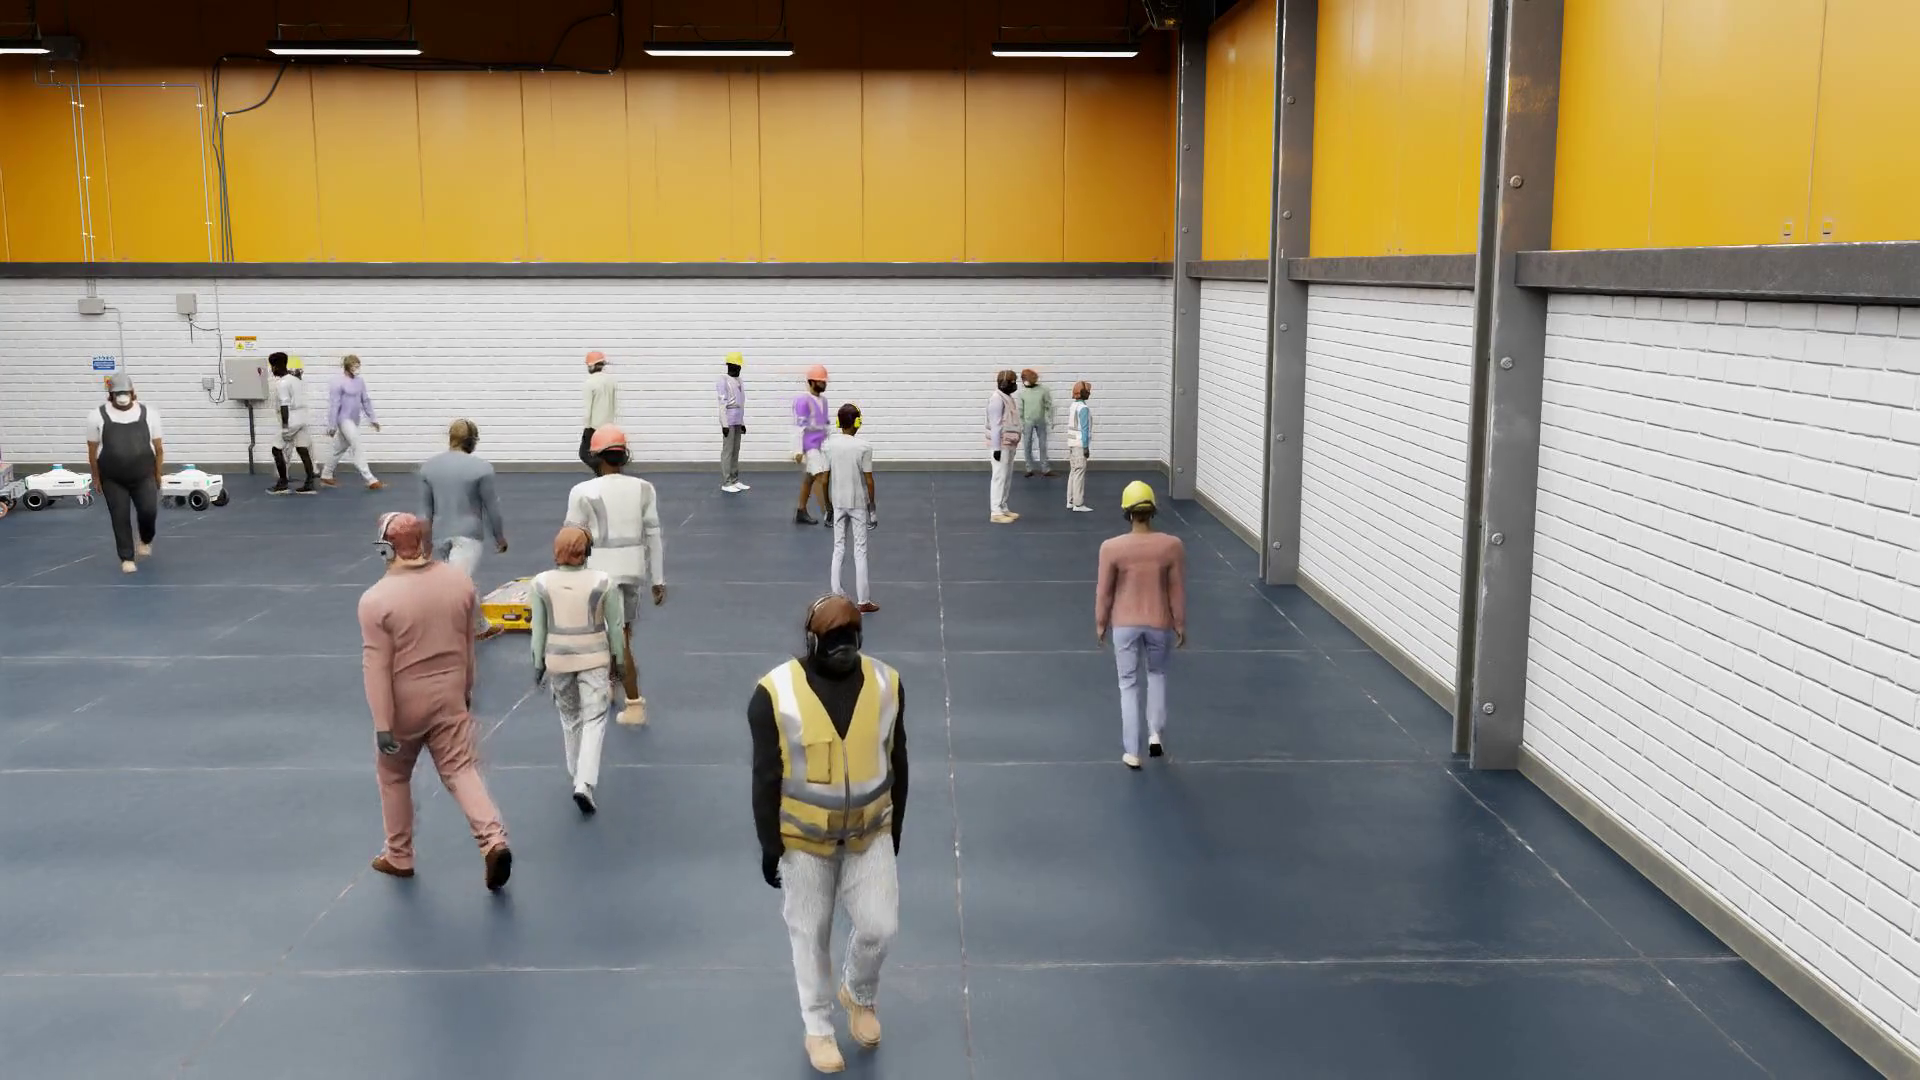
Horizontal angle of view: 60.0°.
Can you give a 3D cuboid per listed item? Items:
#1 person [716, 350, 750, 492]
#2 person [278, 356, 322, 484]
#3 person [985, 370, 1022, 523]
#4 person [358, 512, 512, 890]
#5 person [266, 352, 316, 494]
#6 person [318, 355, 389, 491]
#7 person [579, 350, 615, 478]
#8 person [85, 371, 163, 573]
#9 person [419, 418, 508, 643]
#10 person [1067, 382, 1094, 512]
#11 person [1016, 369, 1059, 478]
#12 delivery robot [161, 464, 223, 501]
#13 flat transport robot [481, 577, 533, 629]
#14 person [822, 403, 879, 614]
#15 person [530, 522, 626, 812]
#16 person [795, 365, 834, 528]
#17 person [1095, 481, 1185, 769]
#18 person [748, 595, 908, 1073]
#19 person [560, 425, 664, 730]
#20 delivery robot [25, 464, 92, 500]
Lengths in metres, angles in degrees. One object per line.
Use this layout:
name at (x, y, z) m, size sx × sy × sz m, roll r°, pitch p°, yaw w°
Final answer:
person at (-3.097, -1.621, 22.714) m, size 0.365 × 1.927 × 0.587 m, roll 3°, pitch 10°, yaw 18°
person at (-9.306, -1.683, 23.487) m, size 0.803 × 1.799 × 0.608 m, roll -2°, pitch 9°, yaw -12°
person at (0.528, -1.122, 19.969) m, size 0.429 × 1.835 × 0.627 m, roll 3°, pitch 10°, yaw 18°
person at (-2.579, 0.794, 8.101) m, size 0.884 × 1.869 × 0.653 m, roll 8°, pitch 12°, yaw 41°
person at (-9.068, -1.560, 22.334) m, size 0.775 × 1.921 × 0.682 m, roll 1°, pitch 9°, yaw 7°
person at (-8.382, -1.601, 22.786) m, size 1.068 × 1.886 × 0.642 m, roll 2°, pitch 9°, yaw 10°
person at (-4.768, -1.516, 21.910) m, size 0.447 × 1.974 × 0.640 m, roll 4°, pitch 10°, yaw 25°
person at (-8.391, -0.705, 16.745) m, size 0.691 × 2.000 × 0.663 m, roll -6°, pitch 11°, yaw -31°
person at (-3.941, -0.012, 13.066) m, size 0.622 × 1.880 × 1.097 m, roll 3°, pitch 10°, yaw 20°
person at (1.503, -1.167, 20.846) m, size 0.313 × 1.631 × 0.511 m, roll -2°, pitch 9°, yaw -10°
person at (1.143, -1.680, 24.079) m, size 0.656 × 1.596 × 0.357 m, roll 0°, pitch 9°, yaw -3°
delivery robot at (-9.734, -0.715, 21.066) m, size 0.707 × 0.478 × 0.477 m, roll 2°, pitch 9°, yaw 11°
flat transport robot at (-3.744, 0.541, 14.516) m, size 0.652 × 0.197 × 1.431 m, roll 0°, pitch 9°, yaw 2°
person at (-0.962, -0.273, 14.644) m, size 0.509 × 1.865 × 0.329 m, roll 3°, pitch 10°, yaw 18°
person at (-2.164, 0.707, 9.414) m, size 0.531 × 1.612 × 0.781 m, roll 0°, pitch 9°, yaw 2°
person at (-1.608, -1.092, 19.553) m, size 0.908 × 1.897 × 0.563 m, roll 4°, pitch 10°, yaw 23°
person at (1.093, 0.516, 10.127) m, size 0.544 × 1.749 × 0.416 m, roll 0°, pitch 9°, yaw -3°
person at (-0.479, 1.106, 6.276) m, size 0.622 × 1.832 × 0.432 m, roll -3°, pitch 10°, yaw -18°
person at (-2.364, 0.227, 11.183) m, size 0.622 × 1.985 × 1.011 m, roll -8°, pitch 12°, yaw -42°
delivery robot at (-11.421, -0.718, 21.085) m, size 0.707 × 0.478 × 0.477 m, roll -2°, pitch 9°, yaw -15°
